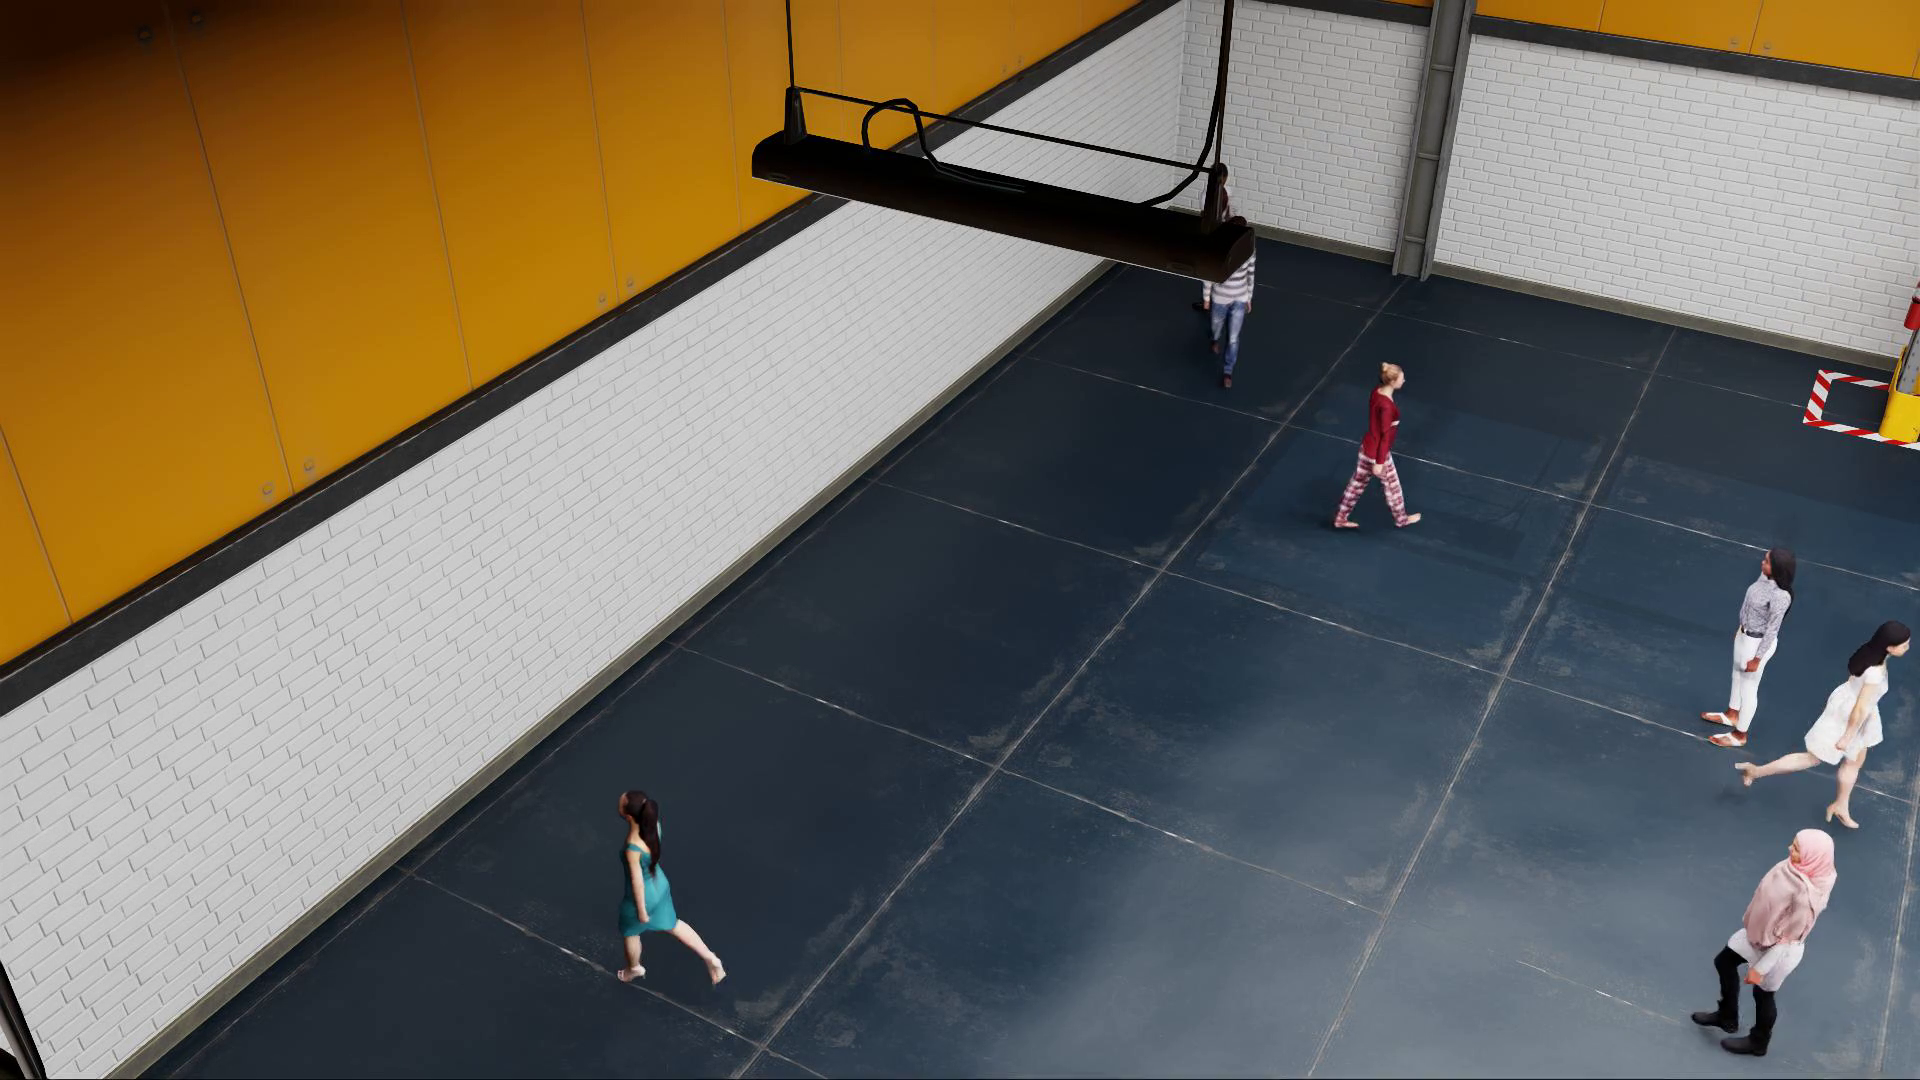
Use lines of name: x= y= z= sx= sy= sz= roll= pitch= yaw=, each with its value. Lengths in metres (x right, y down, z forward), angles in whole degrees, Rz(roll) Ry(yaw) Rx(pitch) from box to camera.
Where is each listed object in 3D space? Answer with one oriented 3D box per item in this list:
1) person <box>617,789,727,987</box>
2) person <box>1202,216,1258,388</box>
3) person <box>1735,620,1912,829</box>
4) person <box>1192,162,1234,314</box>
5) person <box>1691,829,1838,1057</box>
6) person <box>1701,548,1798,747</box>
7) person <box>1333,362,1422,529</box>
person: x=-1.849 y=2.185 z=10.232 sx=1.044 sy=1.659 sz=0.699 roll=9 pitch=35 yaw=14
person: x=2.774 y=-2.519 z=17.161 sx=1.066 sy=1.824 sz=0.985 roll=3 pitch=34 yaw=4
person: x=6.044 y=1.262 z=11.550 sx=1.131 sy=1.737 sz=0.683 roll=13 pitch=36 yaw=19
person: x=2.823 y=-3.388 z=18.563 sx=0.658 sy=1.719 sz=0.662 roll=-19 pitch=38 yaw=-26
person: x=4.879 y=2.411 z=9.772 sx=0.746 sy=1.792 sz=0.718 roll=8 pitch=34 yaw=11
person: x=5.875 y=0.772 z=12.300 sx=0.618 sy=1.723 sz=0.658 roll=5 pitch=34 yaw=8
person: x=3.613 y=-0.795 z=14.712 sx=1.135 sy=1.663 sz=0.995 roll=-2 pitch=34 yaw=-3
